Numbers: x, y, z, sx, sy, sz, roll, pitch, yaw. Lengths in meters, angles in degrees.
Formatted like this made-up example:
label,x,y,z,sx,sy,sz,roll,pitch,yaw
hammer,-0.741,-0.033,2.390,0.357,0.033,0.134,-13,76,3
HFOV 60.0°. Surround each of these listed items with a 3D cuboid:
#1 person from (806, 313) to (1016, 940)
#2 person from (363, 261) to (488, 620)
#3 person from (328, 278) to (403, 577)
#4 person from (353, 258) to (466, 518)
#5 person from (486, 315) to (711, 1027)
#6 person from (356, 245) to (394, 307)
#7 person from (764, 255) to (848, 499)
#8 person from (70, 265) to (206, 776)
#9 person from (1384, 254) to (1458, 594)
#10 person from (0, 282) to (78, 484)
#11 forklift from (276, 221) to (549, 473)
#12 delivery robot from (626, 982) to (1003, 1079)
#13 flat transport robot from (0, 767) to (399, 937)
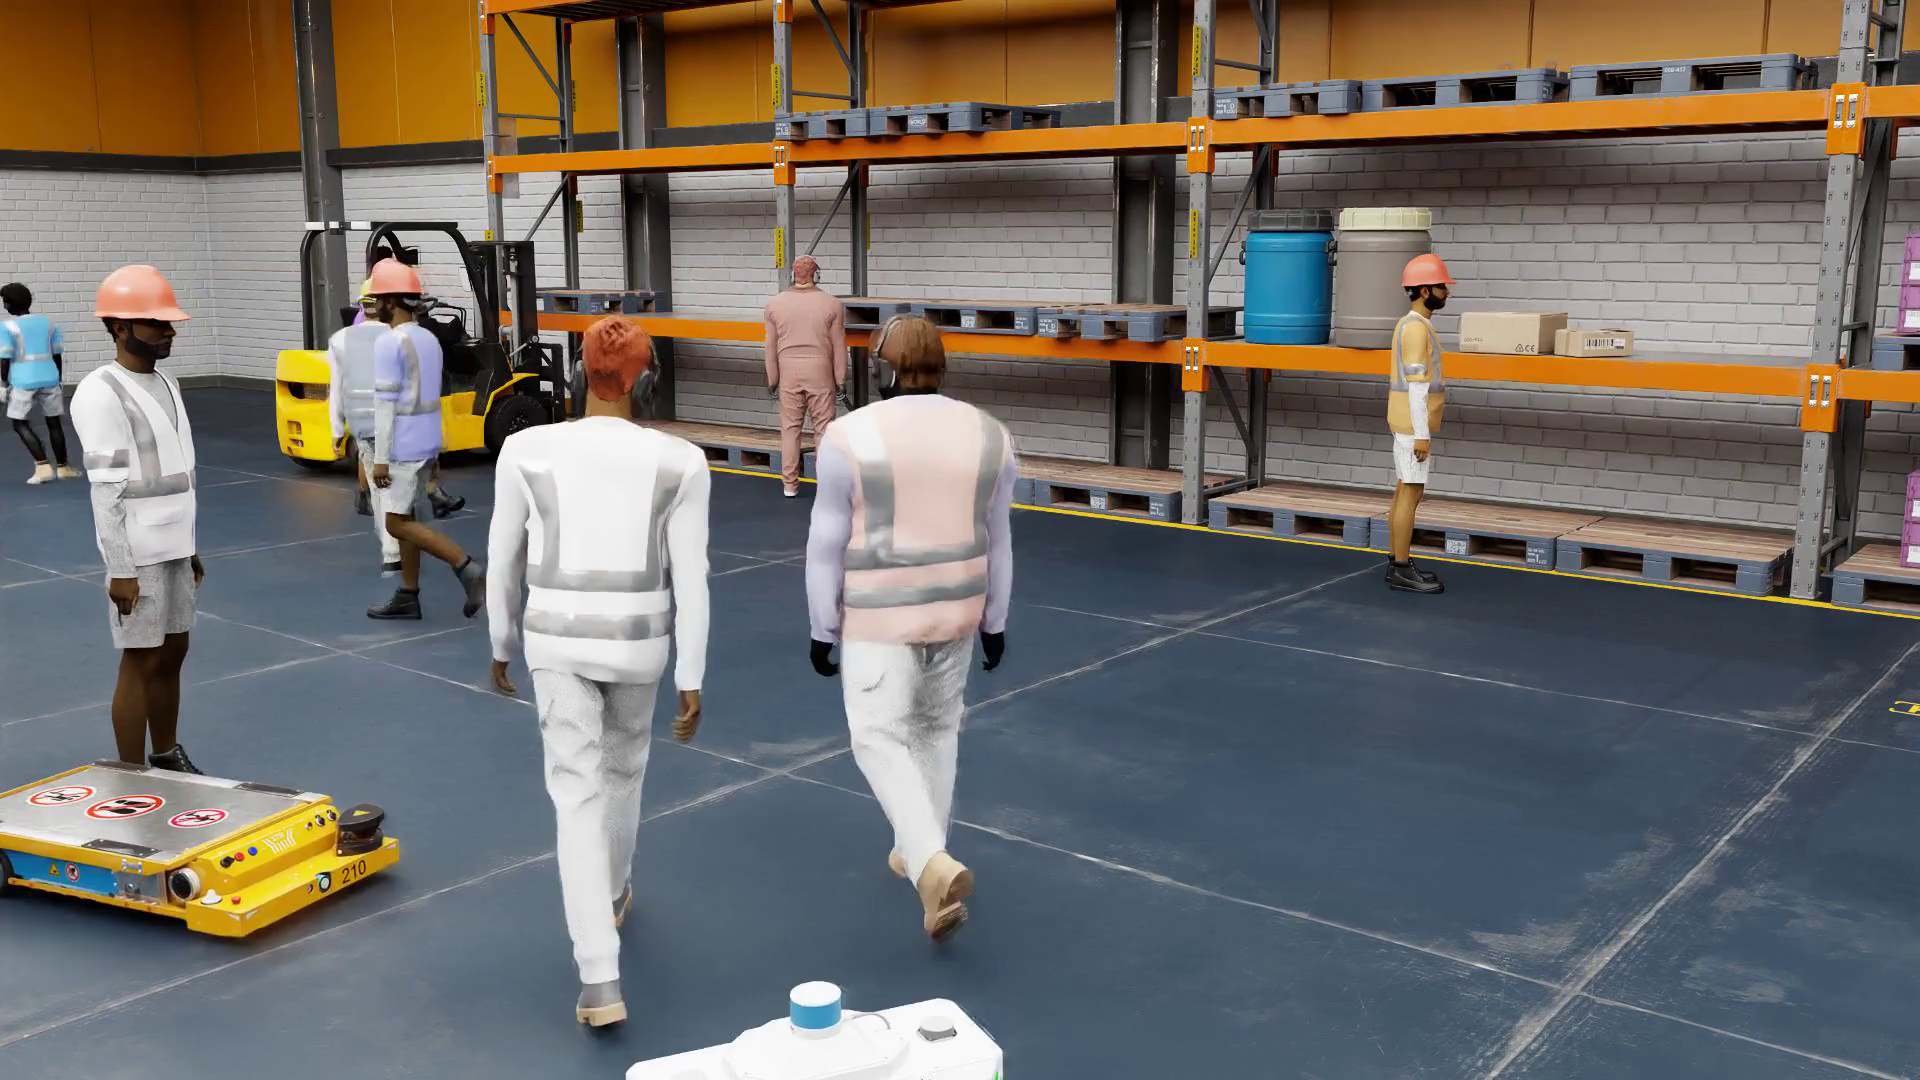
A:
label,x,y,z,sx,sy,sz,roll,pitch,yaw
person,-0.118,0.247,4.899,0.649,1.818,0.739,-5,11,-27
person,-2.818,-0.491,8.707,0.703,1.915,0.556,1,10,6
person,-3.467,-0.709,10.200,0.628,1.808,0.726,1,10,8
person,-4.066,-1.077,12.028,0.988,1.882,0.568,6,12,29
person,-0.968,0.313,4.501,0.596,1.828,1.038,-3,11,-16
person,-6.420,-2.310,18.634,0.613,1.964,0.361,-1,10,-4
person,-1.196,-1.272,13.055,0.652,1.904,0.403,1,10,5
person,-2.787,0.025,5.778,0.360,1.936,0.552,0,10,-1
person,2.651,-0.668,9.606,0.353,1.942,0.545,2,10,10
person,-7.668,-1.300,13.882,0.341,1.677,0.681,6,12,30
forklift,-4.922,-1.741,14.854,1.214,2.155,2.313,8,13,38
delivery robot,-0.278,1.117,3.285,0.707,0.478,0.477,-5,11,-24
flat transport robot,-2.578,0.946,5.288,1.431,0.197,0.652,4,11,22
